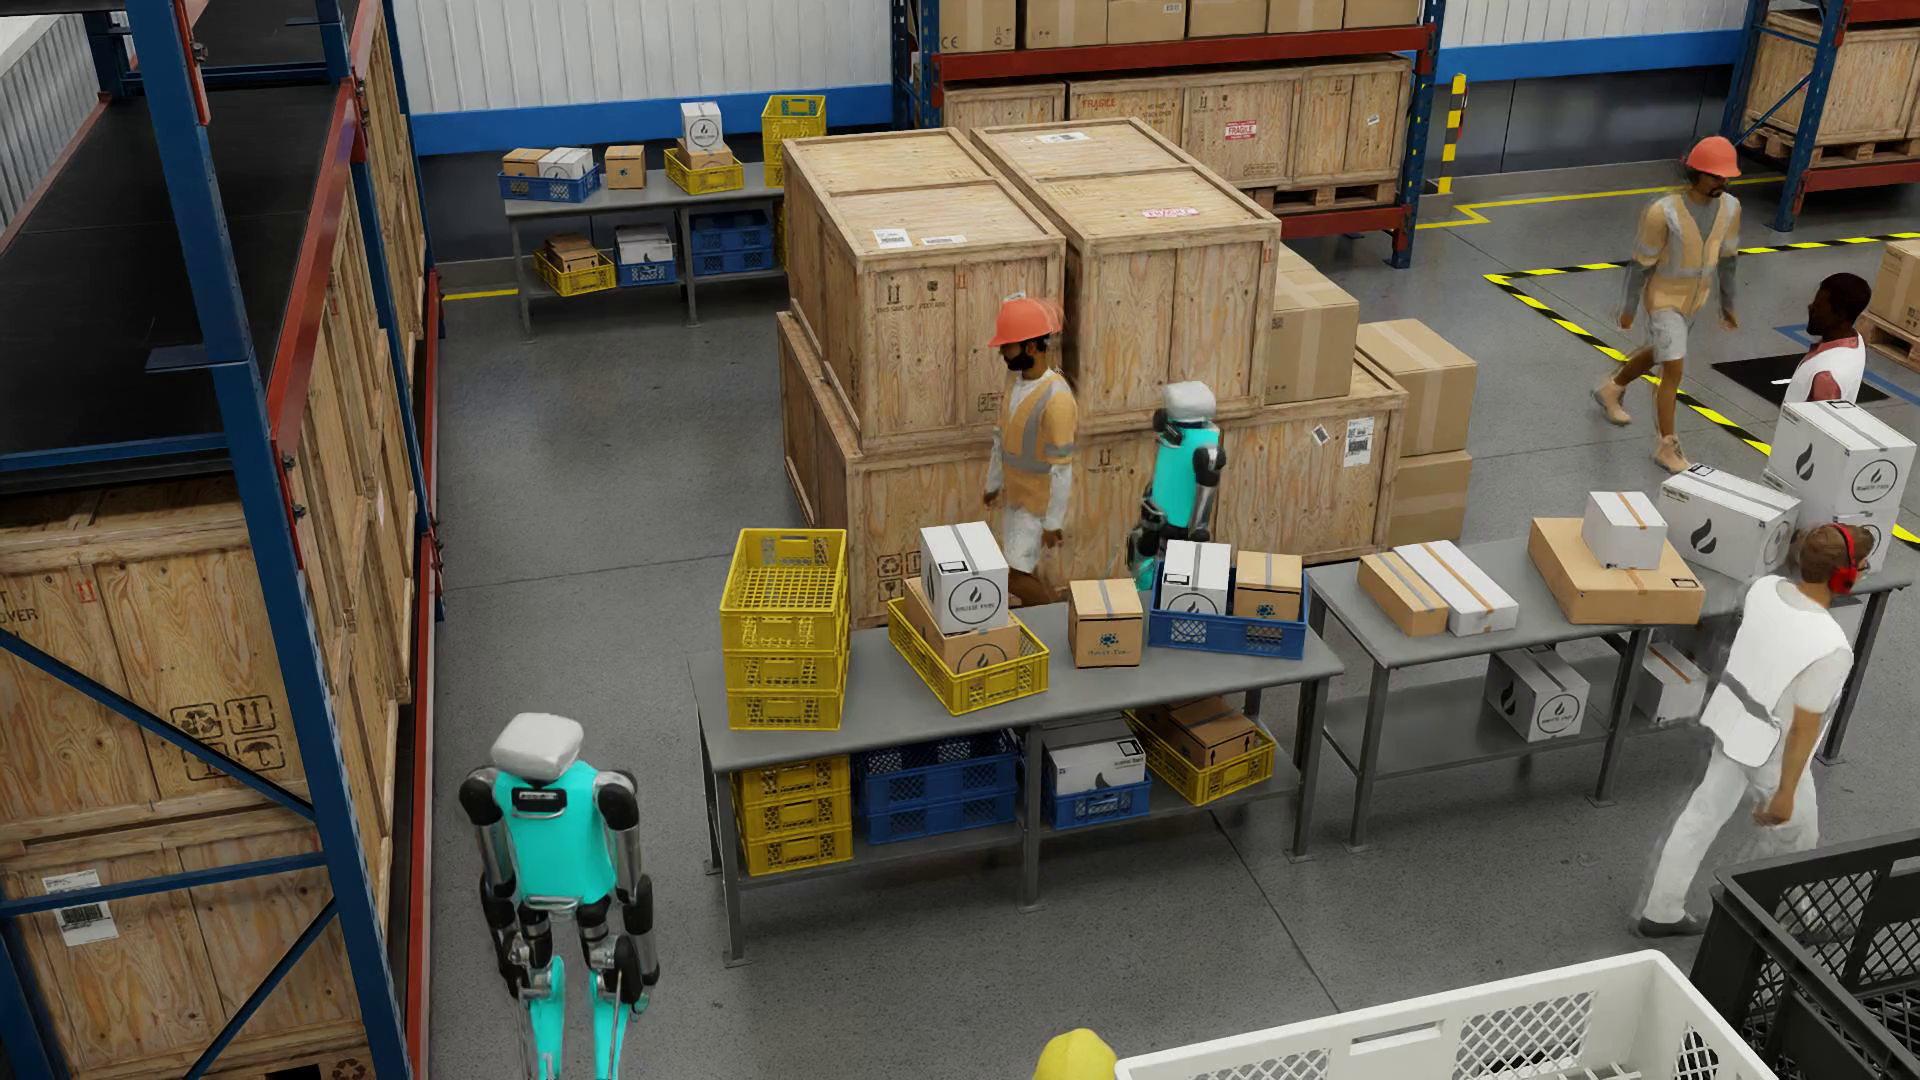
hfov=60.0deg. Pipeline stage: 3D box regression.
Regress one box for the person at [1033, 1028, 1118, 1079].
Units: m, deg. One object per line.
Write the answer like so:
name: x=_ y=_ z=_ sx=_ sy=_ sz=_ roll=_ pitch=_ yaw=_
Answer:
person: x=0.256 y=1.899 z=4.116 sx=0.524 sy=1.768 sz=0.313 roll=4 pitch=29 yaw=8

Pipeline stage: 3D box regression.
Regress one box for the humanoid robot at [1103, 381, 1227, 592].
humanoid robot: x=0.671 y=0.199 z=7.276 sx=0.874 sy=1.793 sz=0.541 roll=-9 pitch=30 yaw=-16

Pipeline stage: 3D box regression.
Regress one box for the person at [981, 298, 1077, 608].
person: x=0.307 y=-0.212 z=7.799 sx=0.408 sy=1.911 sz=0.552 roll=-10 pitch=30 yaw=-17

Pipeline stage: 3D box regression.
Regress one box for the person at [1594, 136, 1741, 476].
person: x=4.295 y=-1.478 z=10.020 sx=0.625 sy=1.993 sz=1.064 roll=-10 pitch=30 yaw=-17

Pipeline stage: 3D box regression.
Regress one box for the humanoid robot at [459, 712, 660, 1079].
humanoid robot: x=-1.225 y=1.486 z=5.001 sx=0.554 sy=1.883 sz=0.787 roll=3 pitch=29 yaw=5

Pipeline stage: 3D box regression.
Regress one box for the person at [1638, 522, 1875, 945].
person: x=3.075 y=0.749 z=6.148 sx=0.902 sy=1.805 sz=0.582 roll=-3 pitch=29 yaw=-6

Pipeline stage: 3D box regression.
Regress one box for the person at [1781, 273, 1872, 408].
person: x=4.106 y=-0.383 z=8.100 sx=0.392 sy=1.922 sz=0.592 roll=14 pitch=32 yaw=24
